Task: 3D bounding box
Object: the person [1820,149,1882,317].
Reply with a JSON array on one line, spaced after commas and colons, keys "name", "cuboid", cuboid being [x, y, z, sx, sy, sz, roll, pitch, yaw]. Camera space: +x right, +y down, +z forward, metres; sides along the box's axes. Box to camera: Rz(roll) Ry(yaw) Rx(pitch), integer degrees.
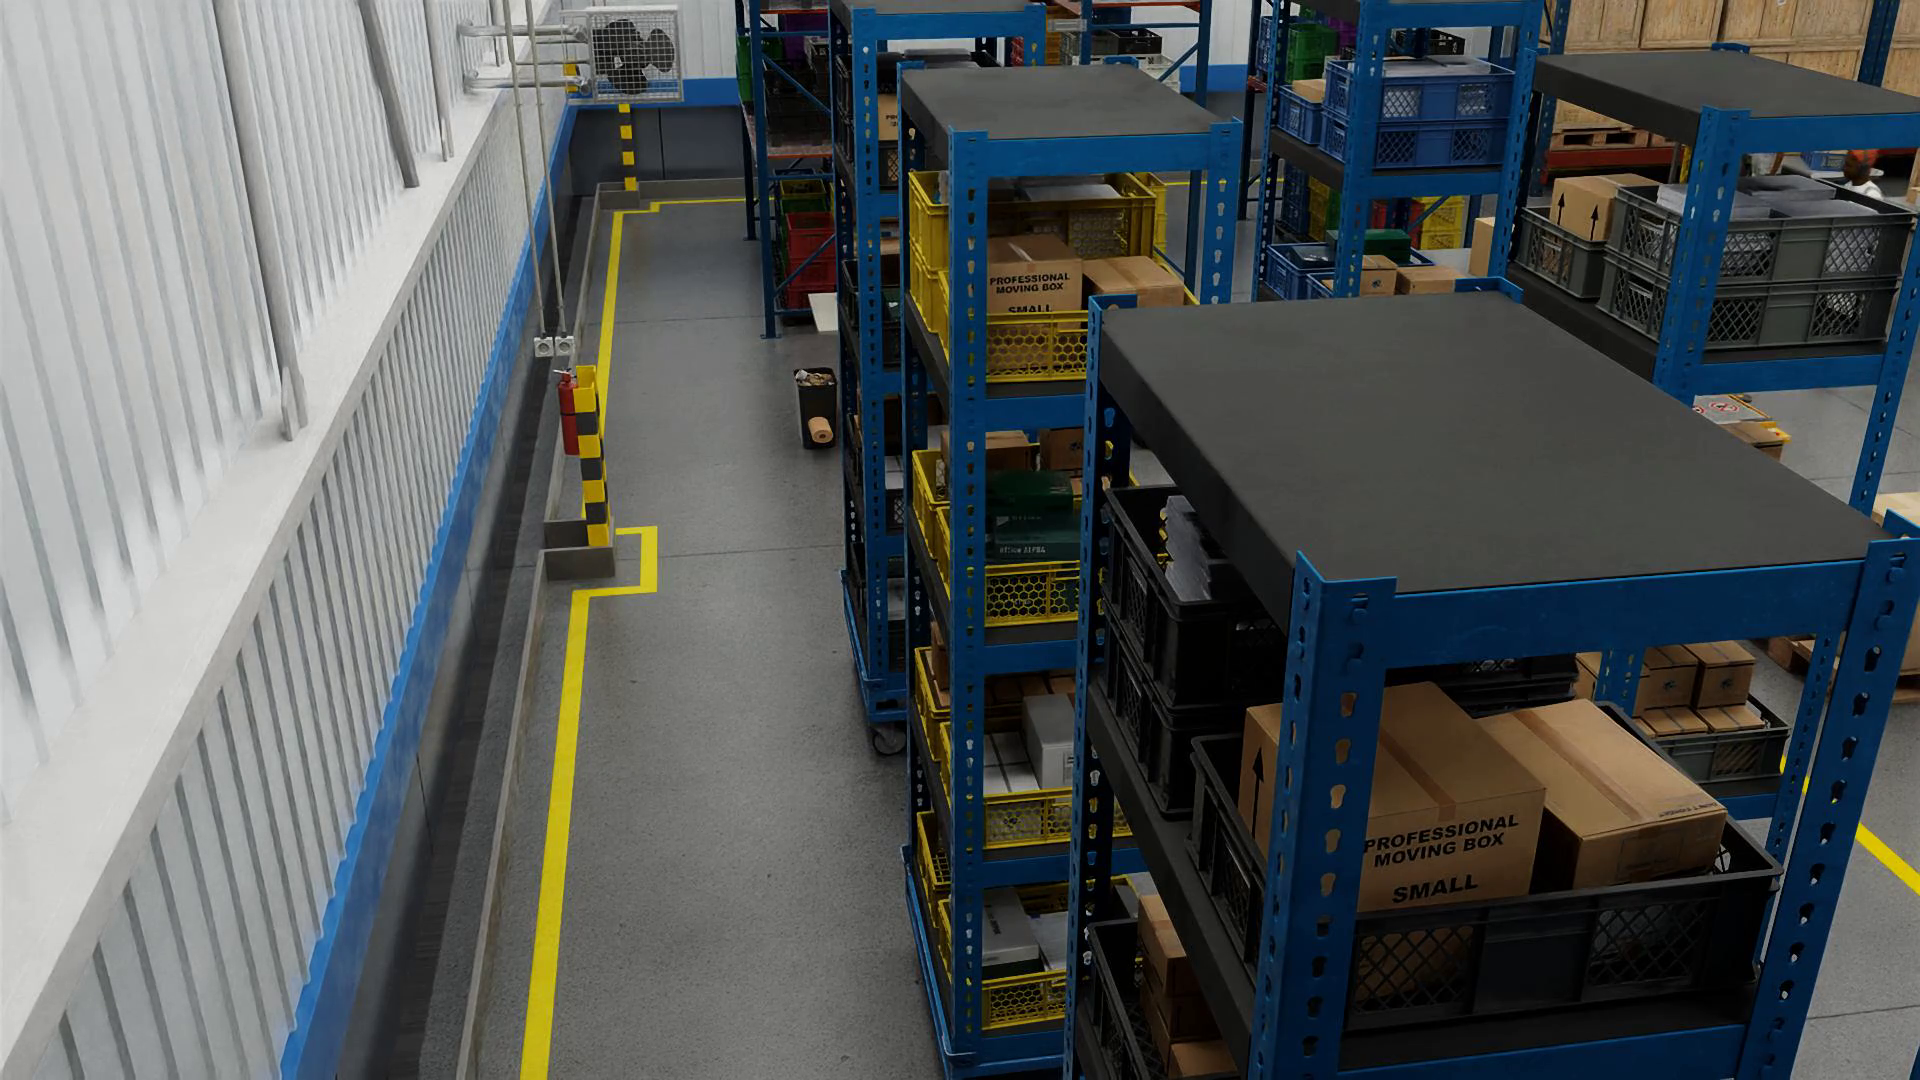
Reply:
[{"name": "person", "cuboid": [6.935, -2.175, 13.086, 0.360, 1.879, 0.589, 3, 25, 7]}]
